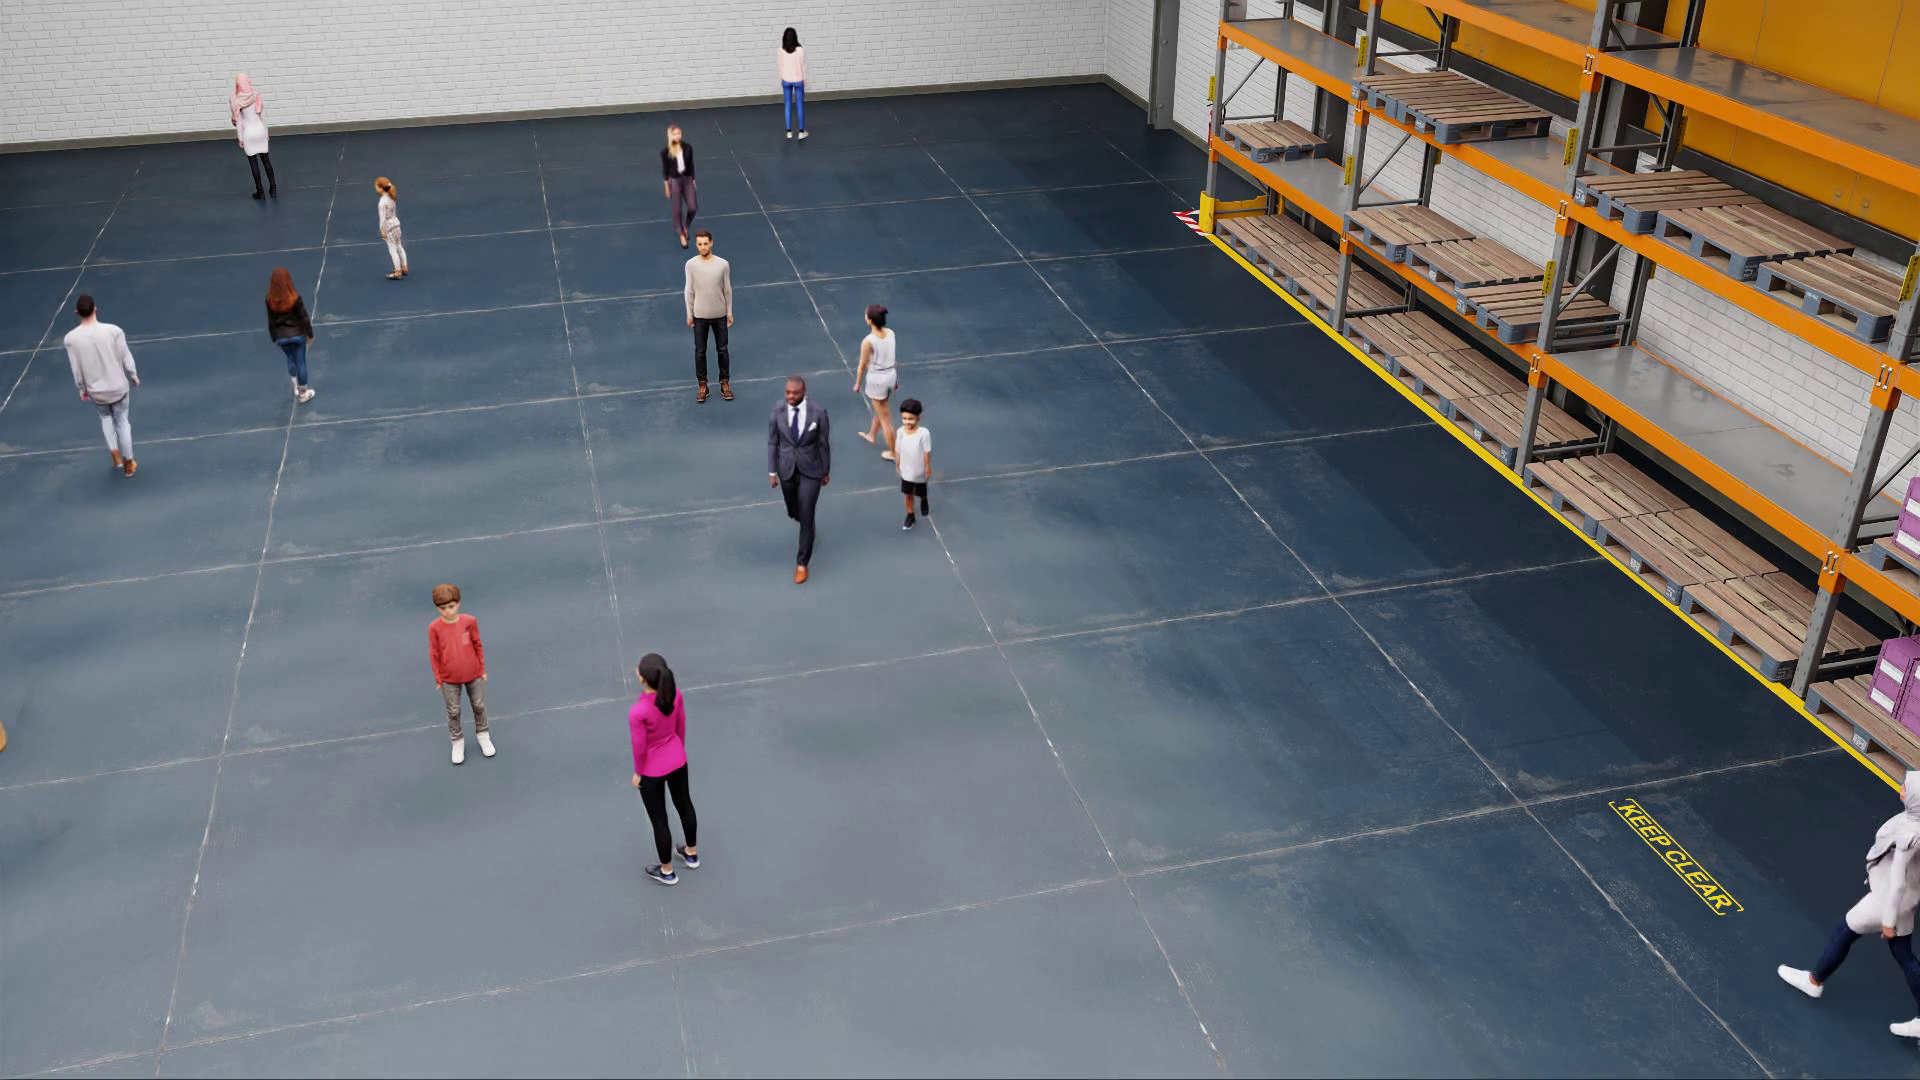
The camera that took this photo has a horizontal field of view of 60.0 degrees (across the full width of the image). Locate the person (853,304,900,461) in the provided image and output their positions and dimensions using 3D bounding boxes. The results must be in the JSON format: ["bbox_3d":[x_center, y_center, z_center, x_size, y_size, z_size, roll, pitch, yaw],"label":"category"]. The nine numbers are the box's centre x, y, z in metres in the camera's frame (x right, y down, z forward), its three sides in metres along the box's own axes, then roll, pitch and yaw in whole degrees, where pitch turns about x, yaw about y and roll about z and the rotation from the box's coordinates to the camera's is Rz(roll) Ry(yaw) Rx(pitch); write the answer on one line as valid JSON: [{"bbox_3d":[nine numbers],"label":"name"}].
[{"bbox_3d":[-0.720,-1.515,16.298,0.975,1.591,0.835,23,36,35],"label":"person"}]

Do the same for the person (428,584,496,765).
[{"bbox_3d":[-3.600,0.941,11.979,0.535,1.416,0.495,-11,30,-19],"label":"person"}]

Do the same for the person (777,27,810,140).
[{"bbox_3d":[-2.700,-7.386,26.875,0.724,1.770,0.706,6,29,10],"label":"person"}]

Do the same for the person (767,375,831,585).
[{"bbox_3d":[-1.366,-0.605,14.422,1.009,1.791,1.244,5,29,8],"label":"person"}]

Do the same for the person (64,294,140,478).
[{"bbox_3d":[-8.169,-1.453,15.941,0.691,1.824,0.631,-9,30,-16],"label":"person"}]

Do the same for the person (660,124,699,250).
[{"bbox_3d":[-3.737,-4.700,22.061,0.664,1.664,0.649,-14,32,-24],"label":"person"}]

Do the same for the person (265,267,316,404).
[{"bbox_3d":[-7.093,-2.143,17.576,0.624,1.471,0.623,-2,29,-3],"label":"person"}]

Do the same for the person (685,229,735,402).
[{"bbox_3d":[-2.652,-2.395,17.623,0.659,1.868,0.582,-5,29,-9],"label":"person"}]

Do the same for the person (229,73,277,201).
[{"bbox_3d":[-10.184,-5.825,23.978,0.758,1.804,0.734,25,38,38],"label":"person"}]

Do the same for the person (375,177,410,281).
[{"bbox_3d":[-7.205,-3.960,21.074,0.645,1.310,0.539,3,29,5],"label":"person"}]

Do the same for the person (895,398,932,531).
[{"bbox_3d":[-0.410,-0.717,15.194,0.648,1.249,0.742,7,29,13],"label":"person"}]

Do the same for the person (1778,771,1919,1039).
[{"bbox_3d":[5.409,2.112,9.495,0.948,1.739,1.219,-23,36,-36],"label":"person"}]

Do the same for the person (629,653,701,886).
[{"bbox_3d":[-1.911,1.460,10.733,0.730,1.698,0.689,22,36,35],"label":"person"}]
